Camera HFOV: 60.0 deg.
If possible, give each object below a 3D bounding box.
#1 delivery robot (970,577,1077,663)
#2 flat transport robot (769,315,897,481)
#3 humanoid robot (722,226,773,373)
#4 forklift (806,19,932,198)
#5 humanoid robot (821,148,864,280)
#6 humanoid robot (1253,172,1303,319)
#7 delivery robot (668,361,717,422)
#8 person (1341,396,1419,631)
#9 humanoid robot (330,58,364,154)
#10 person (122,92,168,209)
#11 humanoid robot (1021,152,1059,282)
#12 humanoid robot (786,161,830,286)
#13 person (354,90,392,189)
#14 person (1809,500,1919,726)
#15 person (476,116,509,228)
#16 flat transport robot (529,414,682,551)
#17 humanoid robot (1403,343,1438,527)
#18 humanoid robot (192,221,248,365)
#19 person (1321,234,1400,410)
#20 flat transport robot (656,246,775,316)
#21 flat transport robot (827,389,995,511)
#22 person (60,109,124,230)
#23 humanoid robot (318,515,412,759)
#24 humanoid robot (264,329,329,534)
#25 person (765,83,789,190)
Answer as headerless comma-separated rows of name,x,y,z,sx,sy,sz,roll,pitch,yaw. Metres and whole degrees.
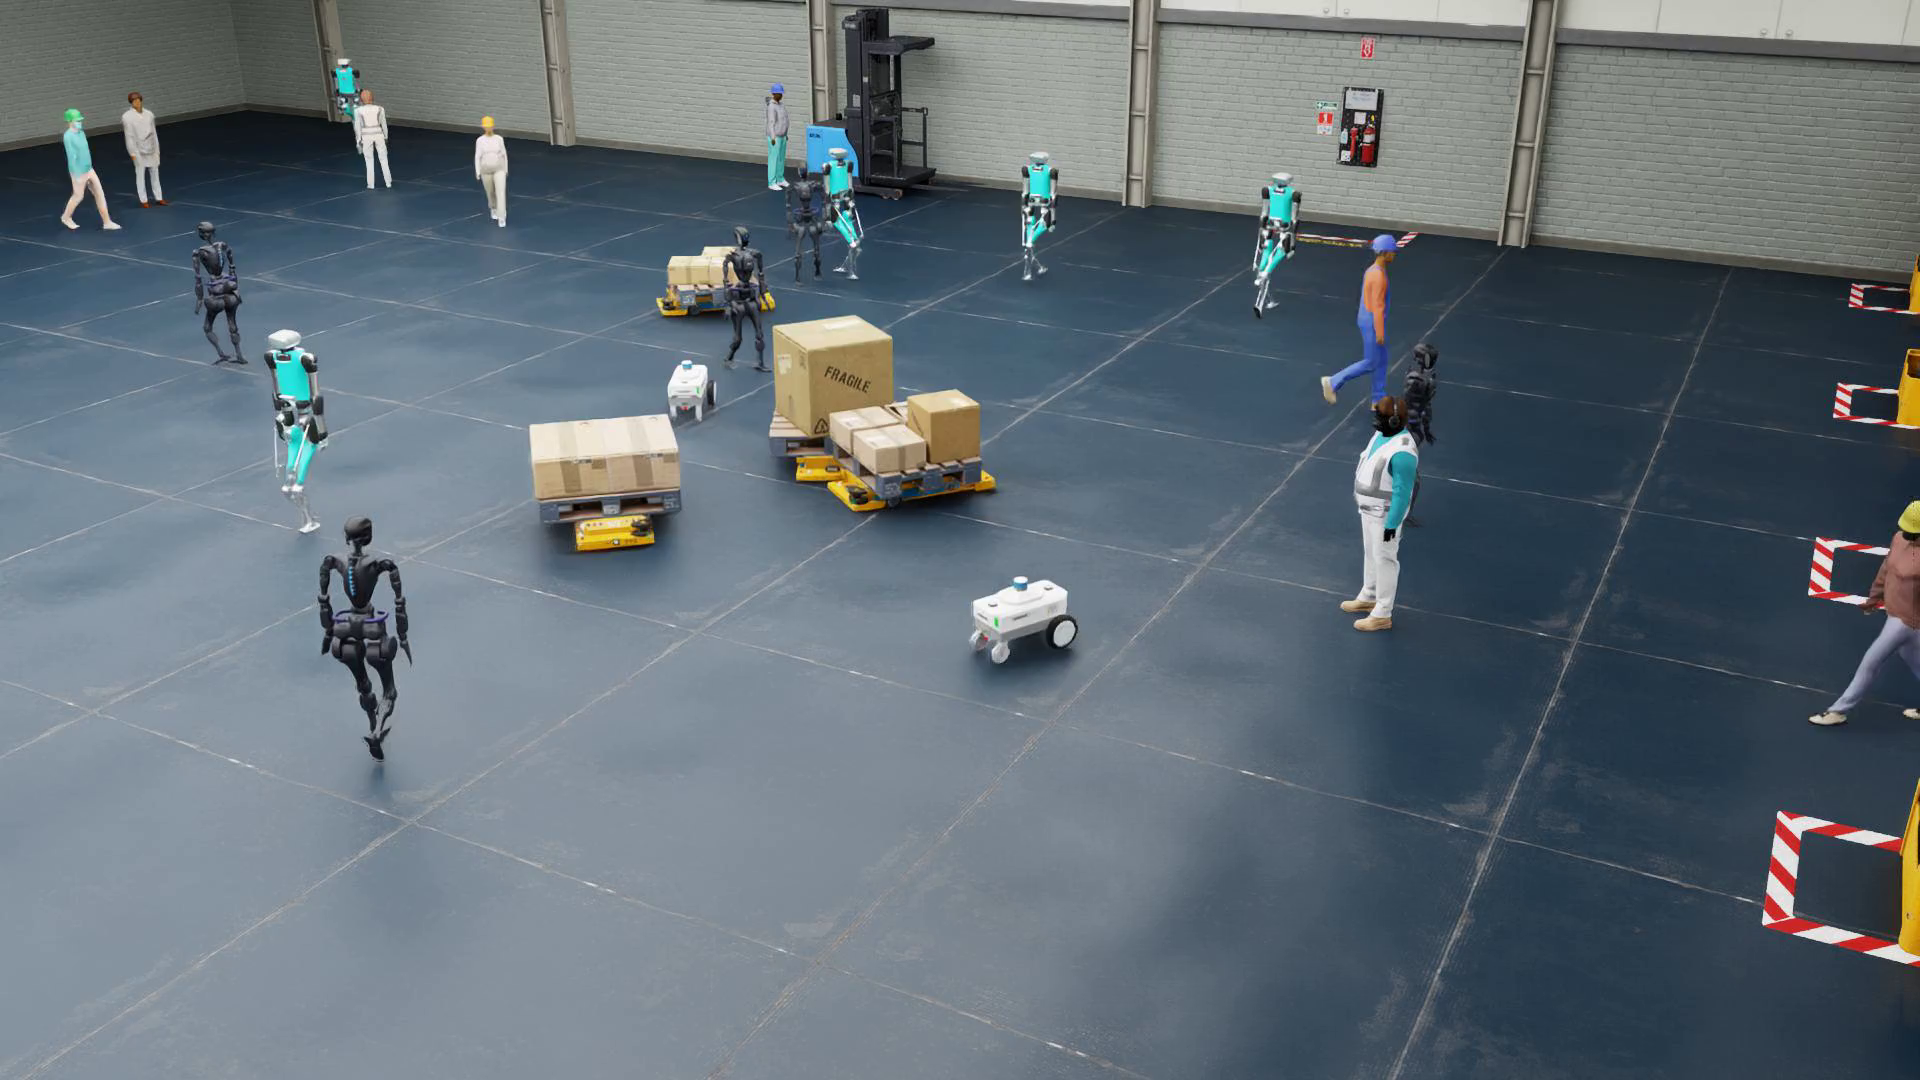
delivery robot,0.469,0.570,12.495,0.814,0.611,0.499,-15,28,-31
flat transport robot,-1.215,-0.904,16.267,0.659,0.231,1.431,-1,23,-1
humanoid robot,-2.428,-2.702,18.689,0.589,1.641,0.592,-20,30,-38
forklift,-1.573,-7.292,27.850,1.873,2.768,1.129,12,26,25
humanoid robot,-1.484,-4.387,22.545,0.881,1.777,0.568,21,31,39
humanoid robot,3.846,-3.670,20.865,0.533,1.766,0.959,16,28,32
delivery robot,-2.854,-1.593,17.499,0.499,0.587,0.788,-1,23,-1
person,3.203,-0.215,12.672,0.429,1.843,0.630,-2,23,-4
humanoid robot,-11.466,-8.210,31.426,0.540,1.765,0.922,1,23,1
person,-13.157,-6.287,26.823,0.360,1.830,0.514,21,31,39
humanoid robot,0.958,-4.266,22.286,0.541,1.748,1.043,12,26,26
humanoid robot,-2.054,-4.262,22.352,0.587,1.649,0.478,-3,23,-6
person,-9.976,-6.800,28.270,0.511,1.630,0.316,-10,25,-22
person,6.381,0.498,11.184,0.932,1.703,0.531,3,23,7
person,-7.245,-5.735,25.753,0.479,1.658,0.869,-6,24,-13
flat transport robot,-3.128,-0.279,14.812,0.659,0.231,1.431,-6,24,-14
humanoid robot,3.981,-0.941,14.581,0.508,1.644,0.589,17,28,34
humanoid robot,-8.423,-2.804,18.903,0.362,1.646,0.593,11,25,23
person,4.267,-2.253,17.366,0.758,1.879,0.534,6,24,13
flat transport robot,-3.147,-3.093,21.363,1.431,0.231,0.659,-7,24,-16
flat transport robot,-0.474,-0.574,15.500,1.431,0.231,0.659,-11,26,-24
person,-13.381,-5.616,25.252,0.905,1.838,0.527,3,23,7
humanoid robot,-3.934,0.653,10.879,0.613,1.640,0.561,0,23,1
humanoid robot,-5.806,-0.875,14.380,0.570,1.818,0.676,10,25,23
person,-3.094,-6.839,28.188,0.371,1.768,0.522,8,25,18
